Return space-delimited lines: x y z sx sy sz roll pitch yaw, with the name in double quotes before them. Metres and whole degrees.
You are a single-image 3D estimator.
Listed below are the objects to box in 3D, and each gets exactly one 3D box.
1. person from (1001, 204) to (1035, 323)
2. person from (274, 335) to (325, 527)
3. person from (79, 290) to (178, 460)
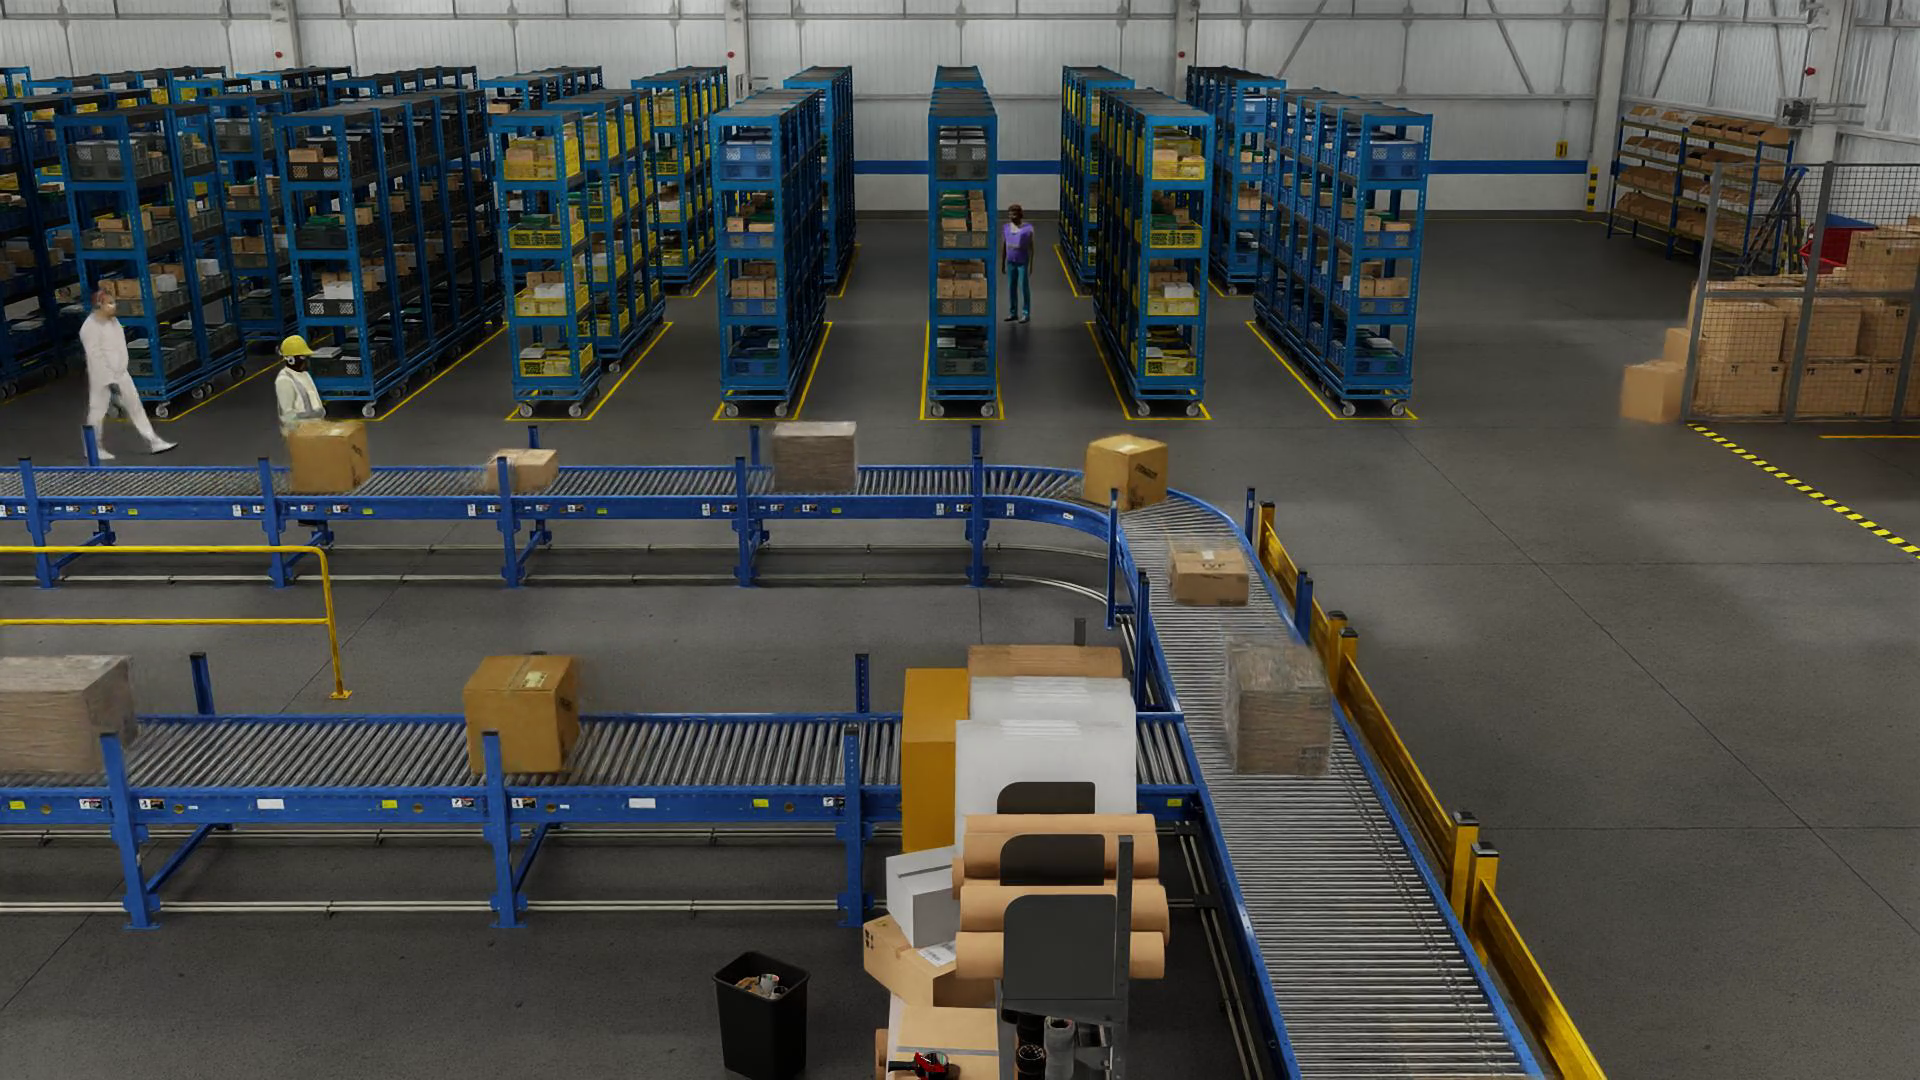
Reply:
"person" 0.902 -4.319 25.986 0.570 1.831 0.412 11 21 30
"person" -6.269 -1.045 15.890 0.403 1.835 0.586 -2 18 -6
"person" -9.176 -1.779 18.100 0.973 1.862 0.647 2 18 6
